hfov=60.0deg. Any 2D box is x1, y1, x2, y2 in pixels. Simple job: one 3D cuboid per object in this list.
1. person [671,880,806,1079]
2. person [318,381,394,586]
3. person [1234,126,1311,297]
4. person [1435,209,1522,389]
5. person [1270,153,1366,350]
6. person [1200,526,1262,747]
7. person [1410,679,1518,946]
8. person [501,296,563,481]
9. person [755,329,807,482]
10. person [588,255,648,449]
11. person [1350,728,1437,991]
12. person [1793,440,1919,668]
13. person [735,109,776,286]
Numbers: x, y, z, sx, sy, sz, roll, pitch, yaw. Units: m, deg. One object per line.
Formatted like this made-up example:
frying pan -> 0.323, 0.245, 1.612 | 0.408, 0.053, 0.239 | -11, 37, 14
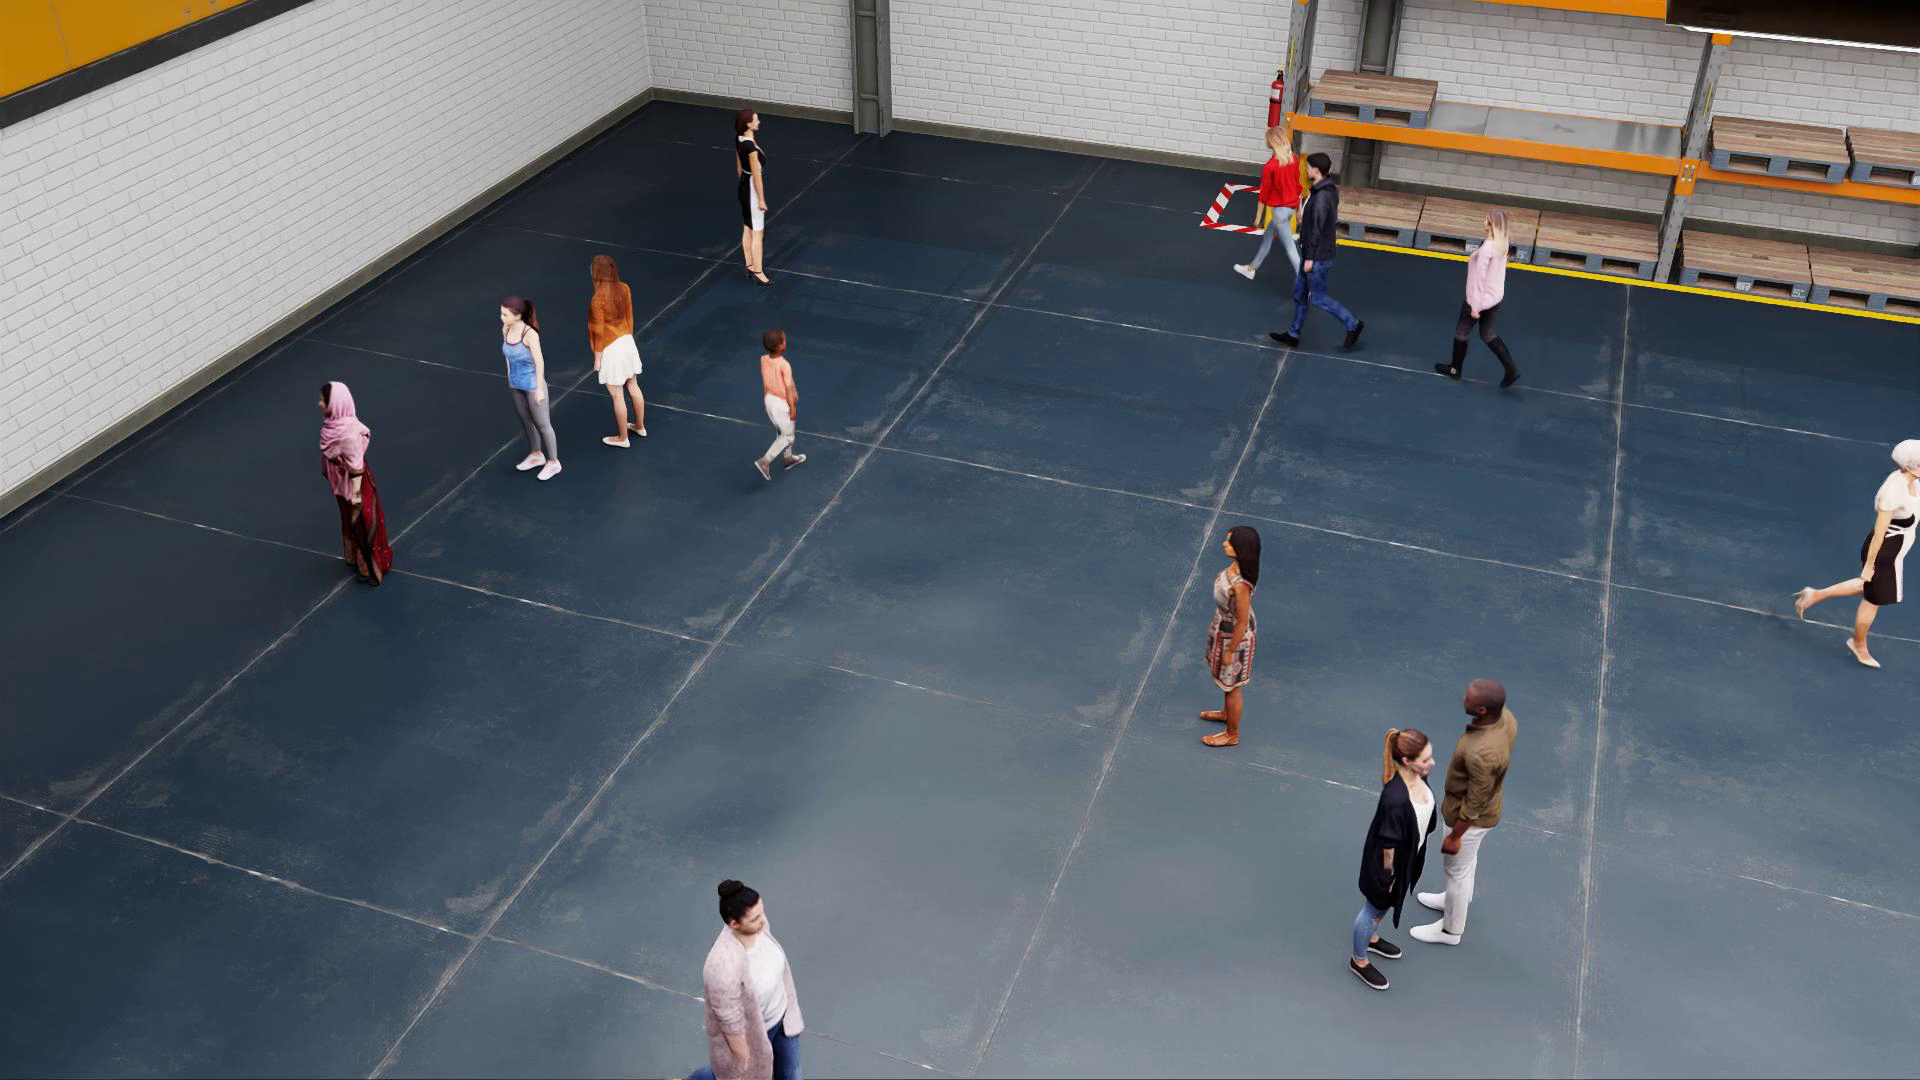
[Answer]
person -> -1.100, 2.311, 8.063 | 1.094, 1.712, 0.702 | 13, 36, 19
person -> -4.485, -0.446, 12.279 | 0.825, 1.637, 0.741 | -20, 38, -27
person -> 3.243, -3.170, 16.379 | 1.004, 1.635, 1.279 | -24, 40, -31
person -> 4.728, -2.103, 14.746 | 0.901, 1.664, 1.124 | -29, 43, -36
person -> 3.392, -2.611, 15.346 | 1.092, 1.847, 0.758 | 8, 34, 11
person -> 1.760, 0.606, 10.689 | 0.617, 1.645, 0.700 | 3, 34, 5
person -> 2.815, 1.490, 9.196 | 0.582, 1.824, 0.730 | 14, 36, 20
person -> -3.506, -1.249, 13.512 | 0.556, 1.609, 0.688 | 24, 40, 31
person -> -1.507, -1.090, 13.554 | 0.794, 1.297, 0.747 | 29, 43, 36
person -> -2.870, -1.590, 13.920 | 0.630, 1.725, 0.656 | 19, 38, 27
person -> 2.335, 1.696, 9.012 | 0.626, 1.684, 0.673 | 19, 38, 26
person -> 6.236, 0.064, 11.417 | 1.020, 1.739, 0.836 | 28, 42, 35
person -> -2.080, -3.421, 16.610 | 0.702, 1.795, 0.634 | -16, 37, -23
